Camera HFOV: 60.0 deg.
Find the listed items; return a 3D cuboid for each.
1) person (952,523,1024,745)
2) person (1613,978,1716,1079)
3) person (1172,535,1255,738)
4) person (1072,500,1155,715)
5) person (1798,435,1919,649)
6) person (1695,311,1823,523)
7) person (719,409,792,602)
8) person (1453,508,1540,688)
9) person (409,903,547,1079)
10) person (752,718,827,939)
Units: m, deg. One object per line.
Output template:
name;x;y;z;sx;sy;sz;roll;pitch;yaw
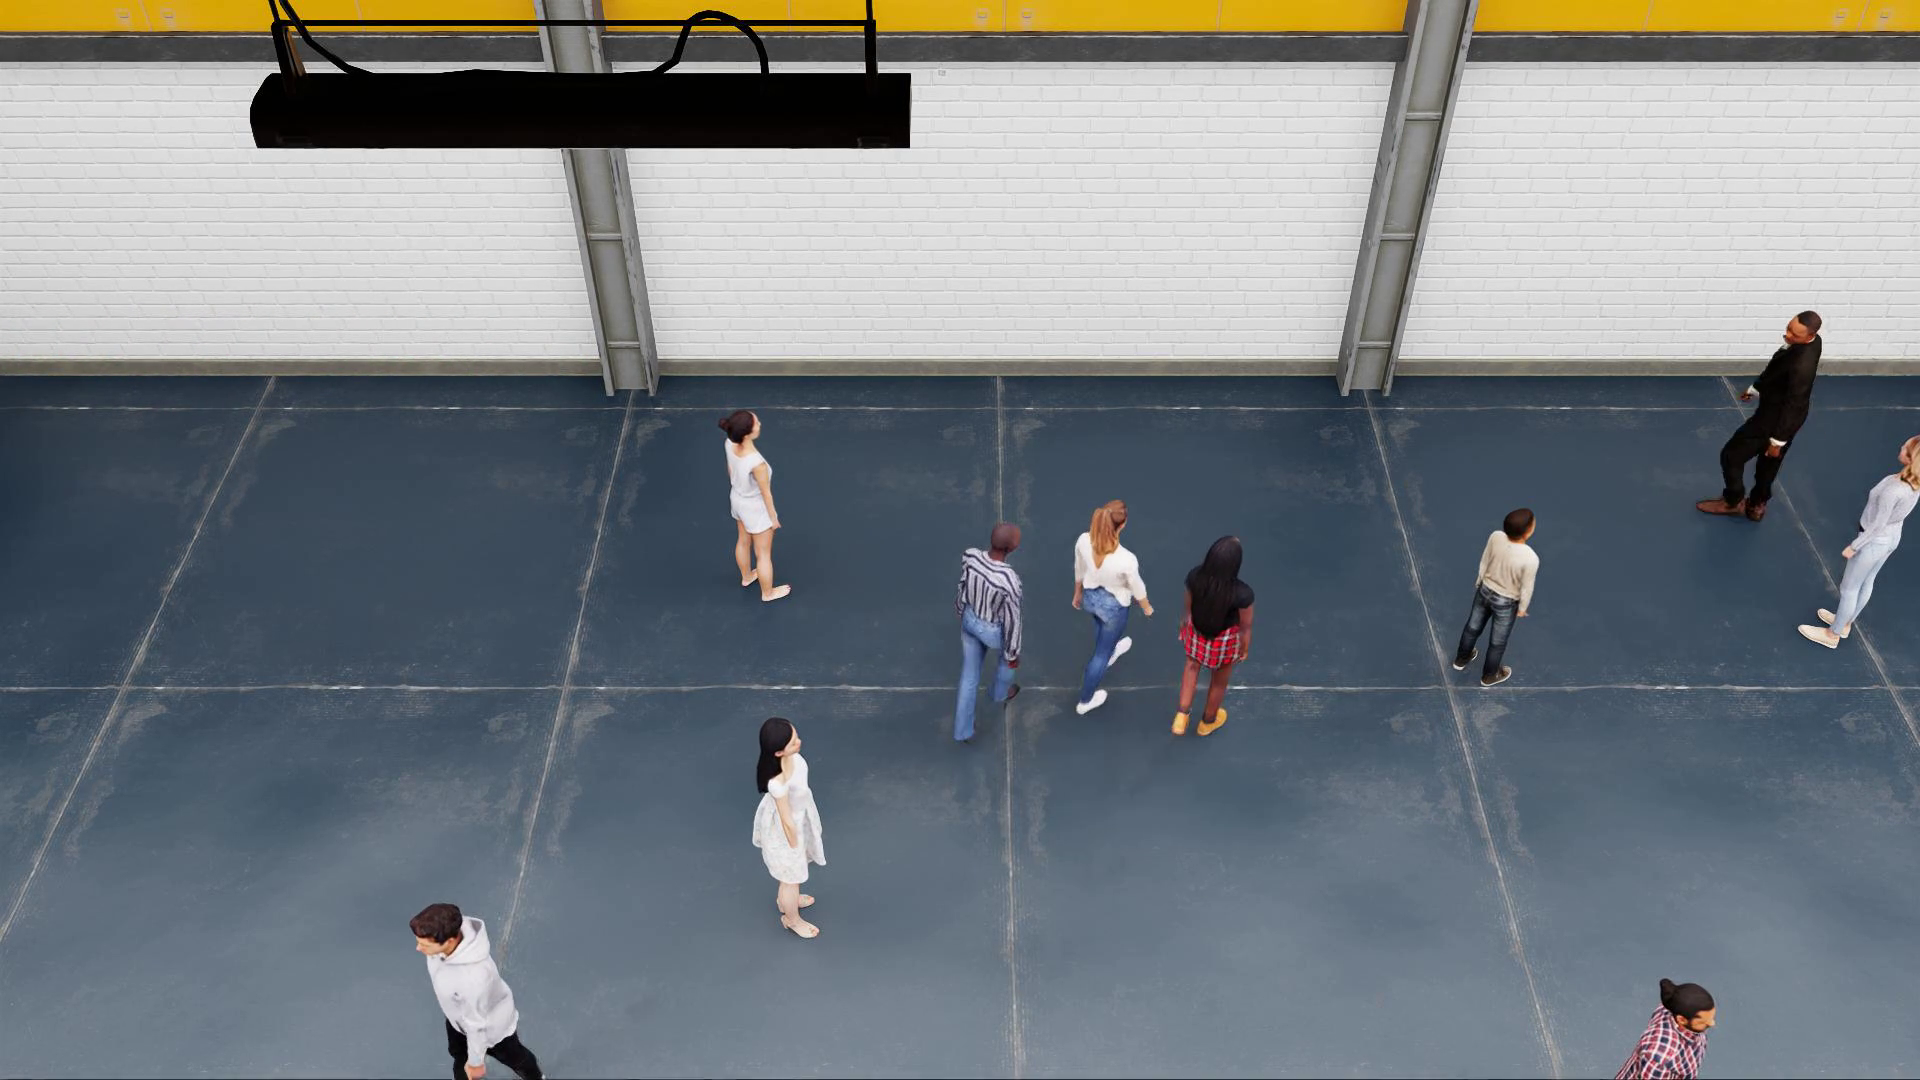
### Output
person;0.144;0.648;10.383;1.040;1.757;1.084;25;49;24
person;3.396;2.720;8.204;0.796;1.761;0.788;23;48;22
person;1.536;0.675;10.387;0.789;1.712;0.833;25;49;24
person;0.892;0.474;10.610;0.964;1.695;1.026;34;53;31
person;6.063;0.014;11.020;0.634;1.796;0.724;-27;50;-26
person;5.905;-0.832;11.849;0.929;1.877;0.898;27;50;25
person;-1.432;-0.247;11.431;0.709;1.607;0.653;-33;53;-30
person;3.526;0.363;10.894;0.676;1.465;0.628;-30;51;-27
person;-2.373;2.358;8.479;1.092;1.907;1.015;-29;51;-27
person;-0.962;1.612;9.357;0.669;1.775;0.677;-5;44;-5
